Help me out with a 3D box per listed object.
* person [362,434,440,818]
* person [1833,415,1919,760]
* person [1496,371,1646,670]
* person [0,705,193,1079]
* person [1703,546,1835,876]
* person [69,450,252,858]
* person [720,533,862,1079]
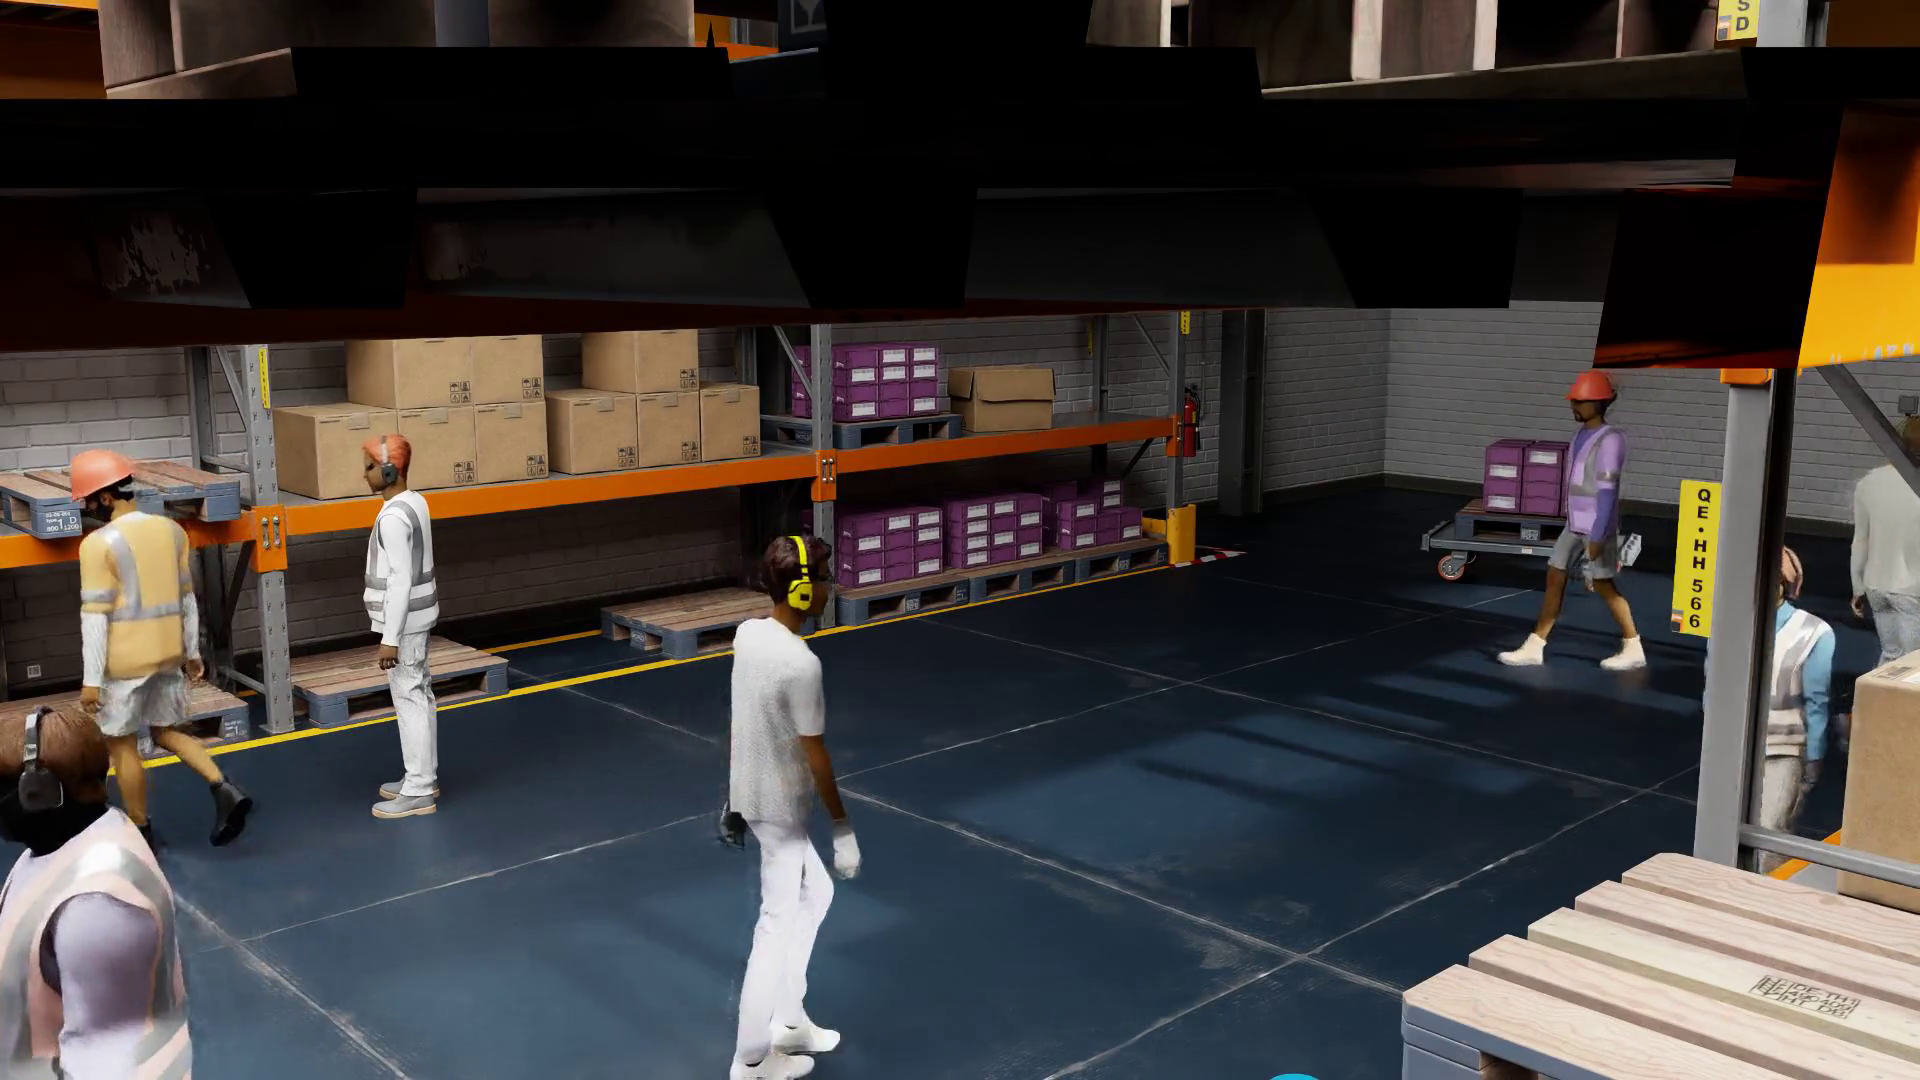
[{"bbox_3d":[-2.746,0.415,8.167,0.355,1.885,0.575,-2,10,-10],"label":"person"},{"bbox_3d":[4.978,0.287,8.846,0.767,1.920,0.634,-4,10,-22],"label":"person"},{"bbox_3d":[4.131,-0.118,10.982,0.957,2.000,0.625,-1,10,-5],"label":"person"},{"bbox_3d":[-1.798,1.235,3.592,0.678,1.817,0.640,-6,12,-33],"label":"person"},{"bbox_3d":[3.187,0.817,6.586,0.407,1.627,0.519,-8,12,-38],"label":"person"},{"bbox_3d":[-3.601,0.533,7.454,0.685,1.891,0.597,3,10,16],"label":"person"},{"bbox_3d":[-0.527,0.891,5.470,0.612,1.847,0.564,-5,11,-29],"label":"person"}]
